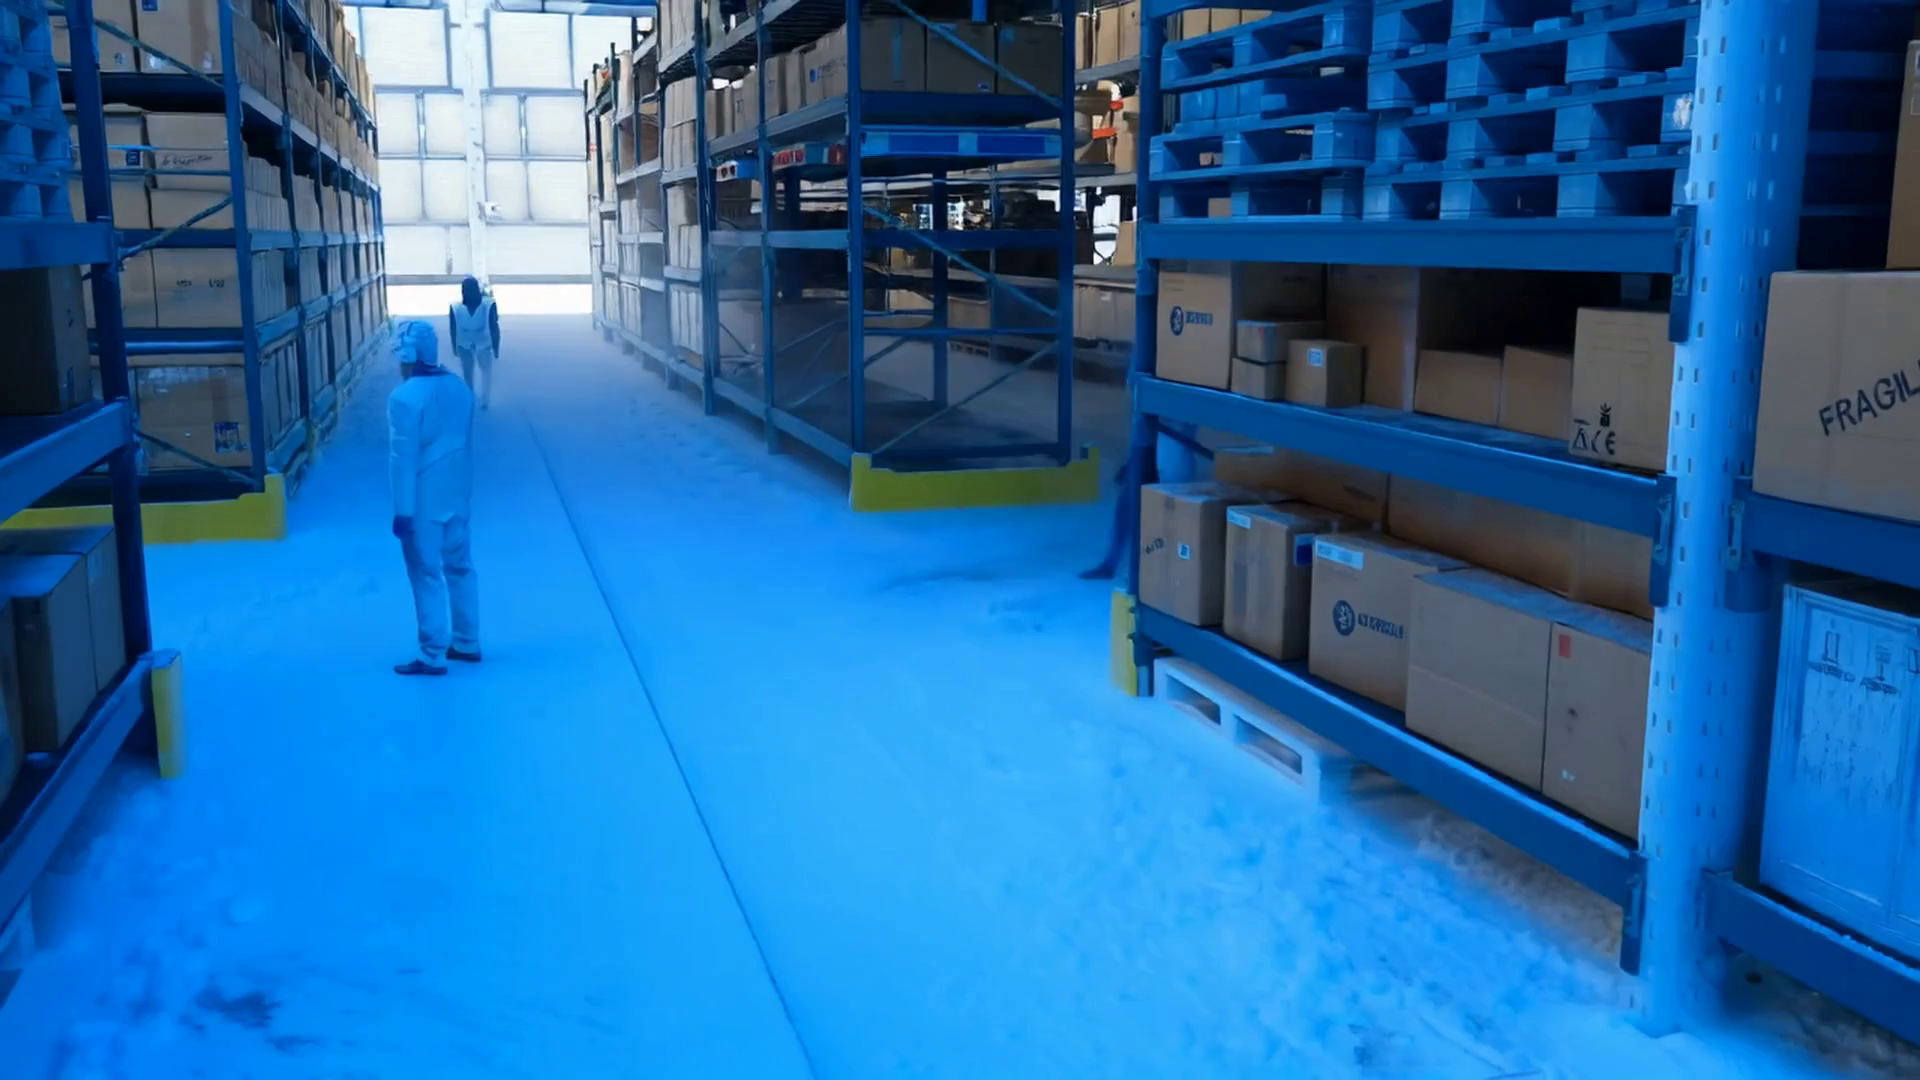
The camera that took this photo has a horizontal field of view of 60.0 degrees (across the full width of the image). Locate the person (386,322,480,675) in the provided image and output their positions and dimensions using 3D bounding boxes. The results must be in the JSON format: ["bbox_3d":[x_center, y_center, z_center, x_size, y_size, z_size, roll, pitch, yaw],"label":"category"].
[{"bbox_3d":[-2.874,-0.223,9.000,0.398,1.899,0.649,3,11,17],"label":"person"}]

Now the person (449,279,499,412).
[{"bbox_3d":[-6.445,-2.563,22.111,0.633,1.798,0.963,-2,11,-12],"label":"person"}]

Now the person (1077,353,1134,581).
[{"bbox_3d":[1.271,-0.491,11.283,0.846,1.594,0.499,-2,11,-10],"label":"person"}]

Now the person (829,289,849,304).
[{"bbox_3d":[-2.422,-4.742,34.189,0.530,1.741,0.527,-2,10,-9],"label":"person"}]

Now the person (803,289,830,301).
[{"bbox_3d":[-2.815,-4.610,32.860,0.655,1.959,0.790,-6,12,-28],"label":"person"}]

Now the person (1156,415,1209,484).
[{"bbox_3d":[1.441,-0.455,9.953,0.996,2.002,0.644,0,10,2],"label":"person"}]
